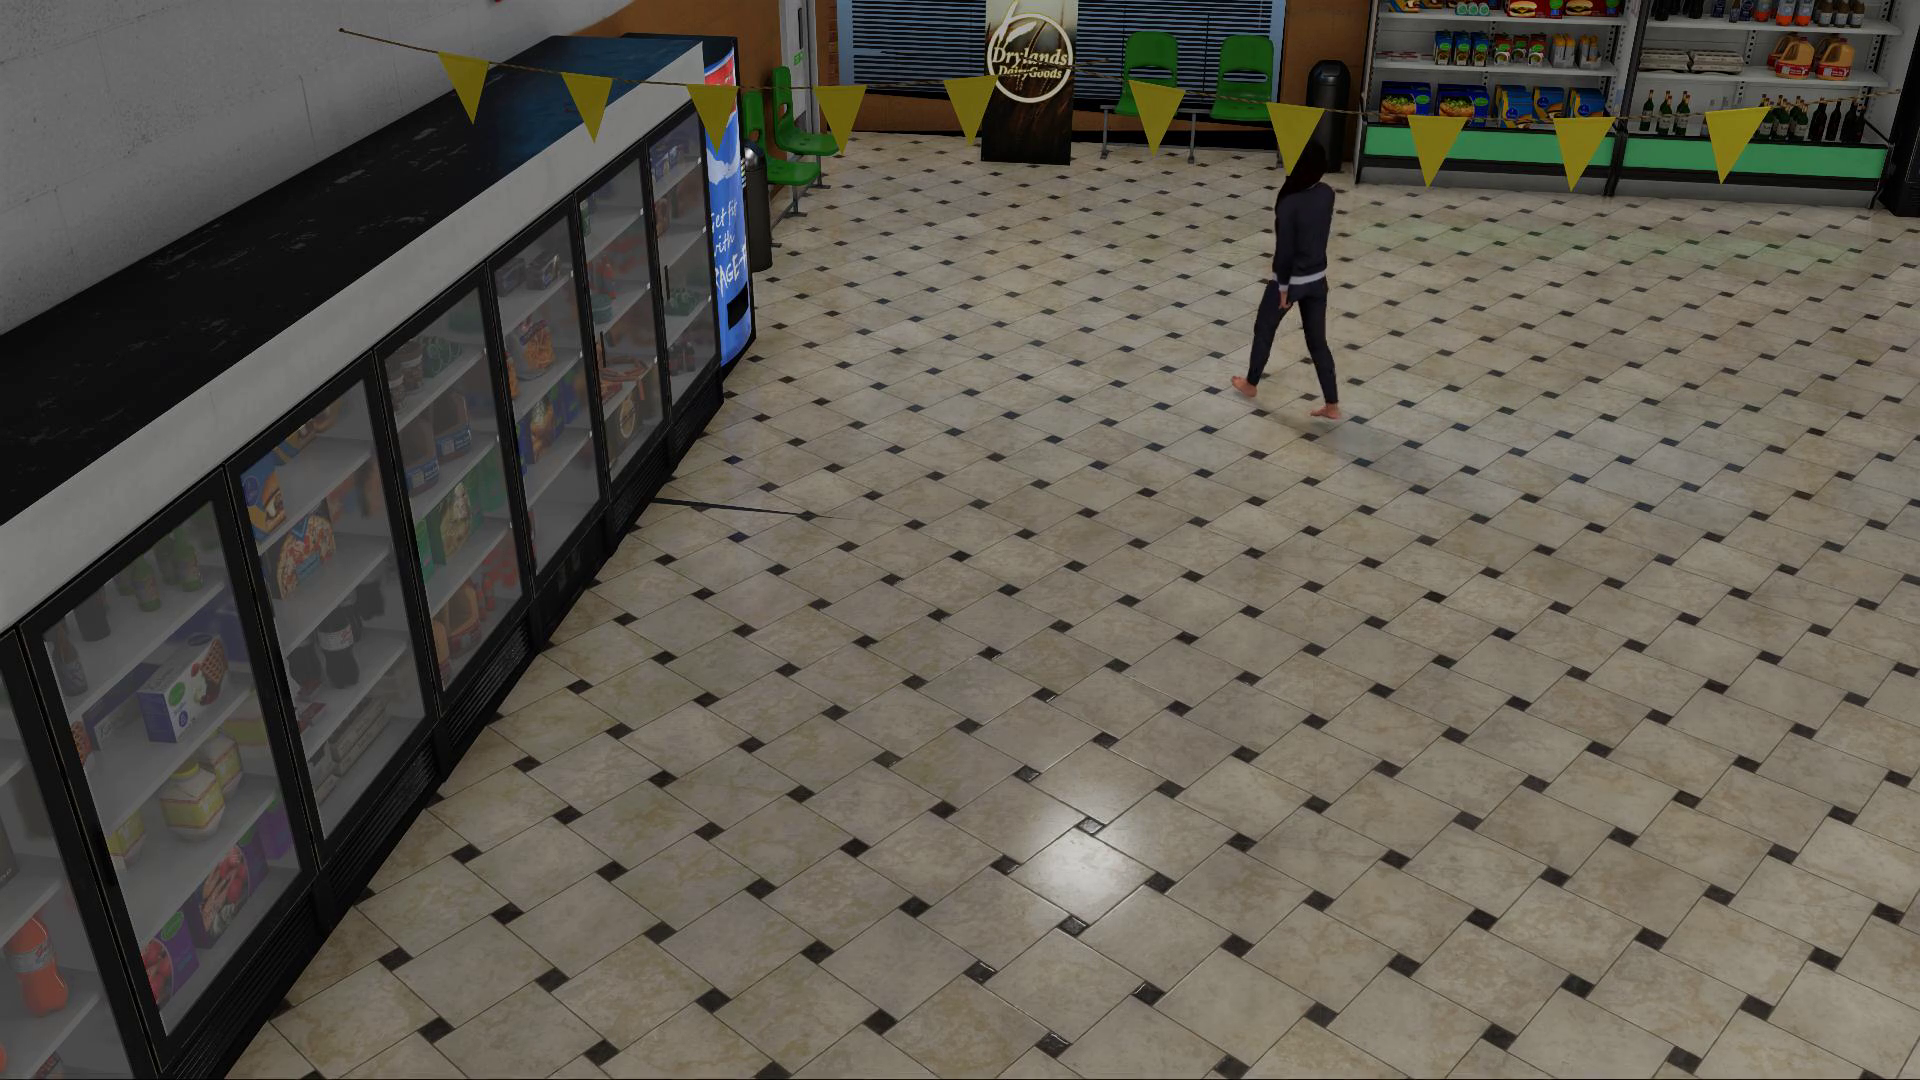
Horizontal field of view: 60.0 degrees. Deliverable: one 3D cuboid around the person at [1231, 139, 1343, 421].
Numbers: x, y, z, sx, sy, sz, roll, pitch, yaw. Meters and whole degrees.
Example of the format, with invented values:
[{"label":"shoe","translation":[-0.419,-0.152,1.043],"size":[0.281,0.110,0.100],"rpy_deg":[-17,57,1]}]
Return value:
[{"label":"person","translation":[2.150,-1.550,10.205],"size":[1.141,1.728,1.120],"rpy_deg":[-14,32,-25]}]
